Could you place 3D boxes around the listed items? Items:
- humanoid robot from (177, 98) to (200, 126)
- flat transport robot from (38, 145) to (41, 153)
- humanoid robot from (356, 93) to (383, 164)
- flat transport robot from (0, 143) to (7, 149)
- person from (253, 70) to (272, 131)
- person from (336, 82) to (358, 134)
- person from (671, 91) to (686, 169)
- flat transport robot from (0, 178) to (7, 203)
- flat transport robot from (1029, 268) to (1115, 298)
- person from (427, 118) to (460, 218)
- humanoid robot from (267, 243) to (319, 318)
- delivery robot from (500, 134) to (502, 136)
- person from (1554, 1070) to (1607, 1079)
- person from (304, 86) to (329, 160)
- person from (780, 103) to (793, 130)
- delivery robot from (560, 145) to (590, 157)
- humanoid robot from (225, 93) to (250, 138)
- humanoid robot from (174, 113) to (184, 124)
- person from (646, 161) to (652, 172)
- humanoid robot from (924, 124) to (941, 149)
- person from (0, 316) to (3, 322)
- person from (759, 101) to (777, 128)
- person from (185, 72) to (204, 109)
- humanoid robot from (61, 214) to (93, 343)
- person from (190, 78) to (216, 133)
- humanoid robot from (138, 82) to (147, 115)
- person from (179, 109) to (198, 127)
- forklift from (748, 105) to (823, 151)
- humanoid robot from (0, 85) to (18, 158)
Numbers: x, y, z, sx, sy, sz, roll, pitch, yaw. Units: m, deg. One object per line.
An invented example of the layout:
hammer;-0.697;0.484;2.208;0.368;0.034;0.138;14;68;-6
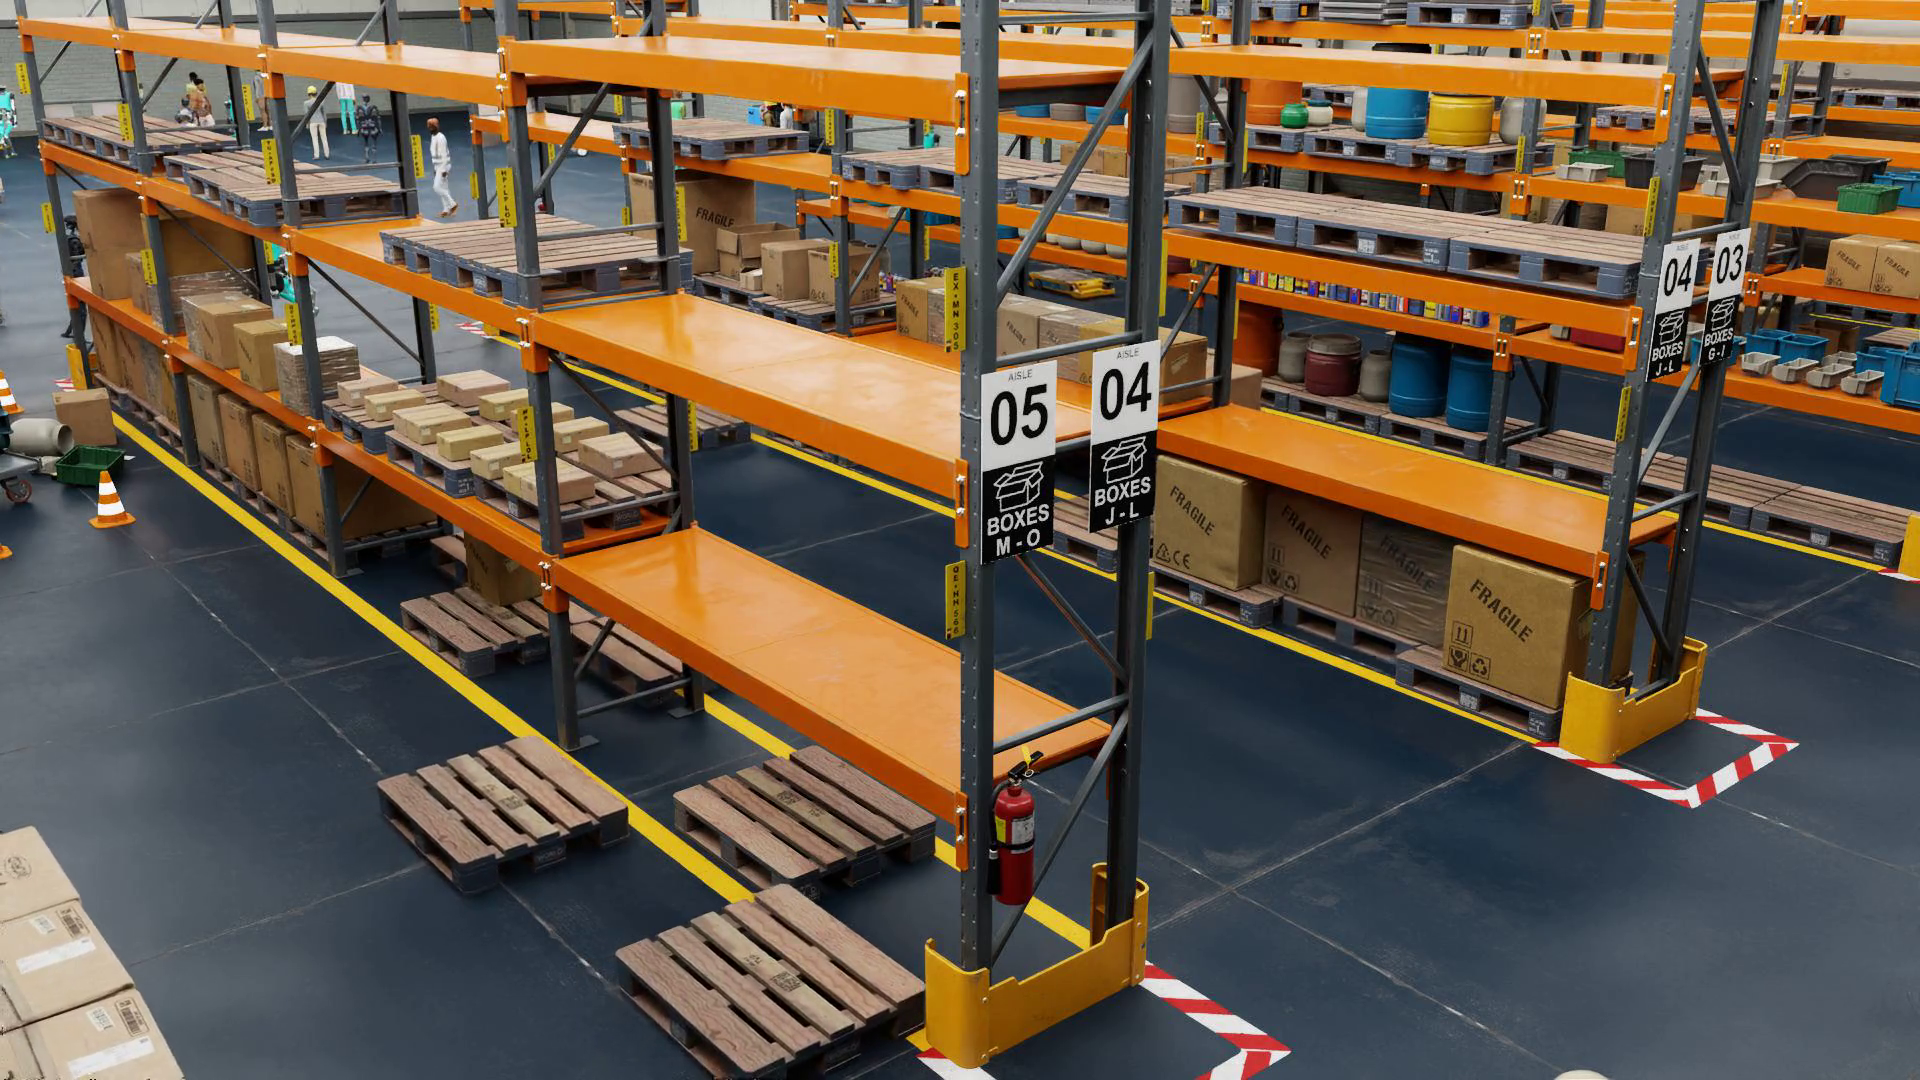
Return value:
humanoid robot;-17.865;-9.420;38.615;0.314;1.652;0.607;13;23;32
flat transport robot;-23.188;-10.053;42.546;0.659;0.231;1.431;-10;21;-25
humanoid robot;-14.188;-9.885;39.950;0.615;1.641;0.453;-3;20;-9
flat transport robot;-25.423;-10.147;42.815;1.431;0.231;0.659;2;19;7
person;-19.953;-12.669;47.567;0.402;1.873;0.495;5;20;15
person;-17.223;-12.378;46.682;0.495;1.917;0.378;2;19;5
person;-6.425;-9.358;38.035;0.632;1.963;0.450;10;22;25
flat transport robot;-19.140;-6.313;31.903;0.659;0.231;1.431;-1;19;-3
flat transport robot;1.612;-3.839;24.863;0.659;0.231;1.431;-13;23;-33
person;-9.889;-7.067;31.631;0.416;1.868;0.587;-9;21;-25
humanoid robot;-8.367;-3.266;20.863;0.720;1.690;0.530;-2;19;-7
delivery robot;-13.102;-11.558;46.369;0.499;0.576;0.757;-12;23;-31
person;1.716;2.352;4.935;0.400;1.800;0.596;-9;21;-23
person;-15.747;-10.197;40.693;0.524;1.772;0.307;-16;25;-38
person;-3.797;-8.814;36.619;0.362;1.861;0.588;9;21;25
delivery robot;-9.636;-9.859;41.565;0.767;0.596;0.530;-2;19;-6
humanoid robot;-17.094;-9.596;39.180;0.760;1.886;0.568;13;23;33
humanoid robot;-16.299;-8.154;35.068;0.488;1.666;0.615;-3;20;-8
person;-5.048;-5.942;28.295;0.610;1.961;0.363;16;25;38
humanoid robot;-0.725;-6.953;31.545;0.546;1.812;0.703;10;22;27
person;-13.311;-3.600;22.079;0.900;1.664;0.443;-13;23;-33
person;-4.295;-9.027;37.369;0.399;1.764;0.543;-4;20;-10
person;-21.475;-12.285;46.751;0.457;1.685;0.569;15;24;36
humanoid robot;-11.415;-3.356;21.362;0.450;1.640;0.599;-13;23;-33
person;-19.449;-10.912;42.642;0.914;1.818;0.788;8;21;21
humanoid robot;-22.038;-11.407;44.214;0.542;1.785;0.928;0;19;1
person;-15.438;-7.697;33.422;0.538;1.876;0.711;2;19;6
forklift;-4.526;-11.368;42.374;1.129;2.768;1.873;-15;24;-37
humanoid robot;-23.501;-10.246;40.884;0.544;1.754;0.861;-5;20;-14
